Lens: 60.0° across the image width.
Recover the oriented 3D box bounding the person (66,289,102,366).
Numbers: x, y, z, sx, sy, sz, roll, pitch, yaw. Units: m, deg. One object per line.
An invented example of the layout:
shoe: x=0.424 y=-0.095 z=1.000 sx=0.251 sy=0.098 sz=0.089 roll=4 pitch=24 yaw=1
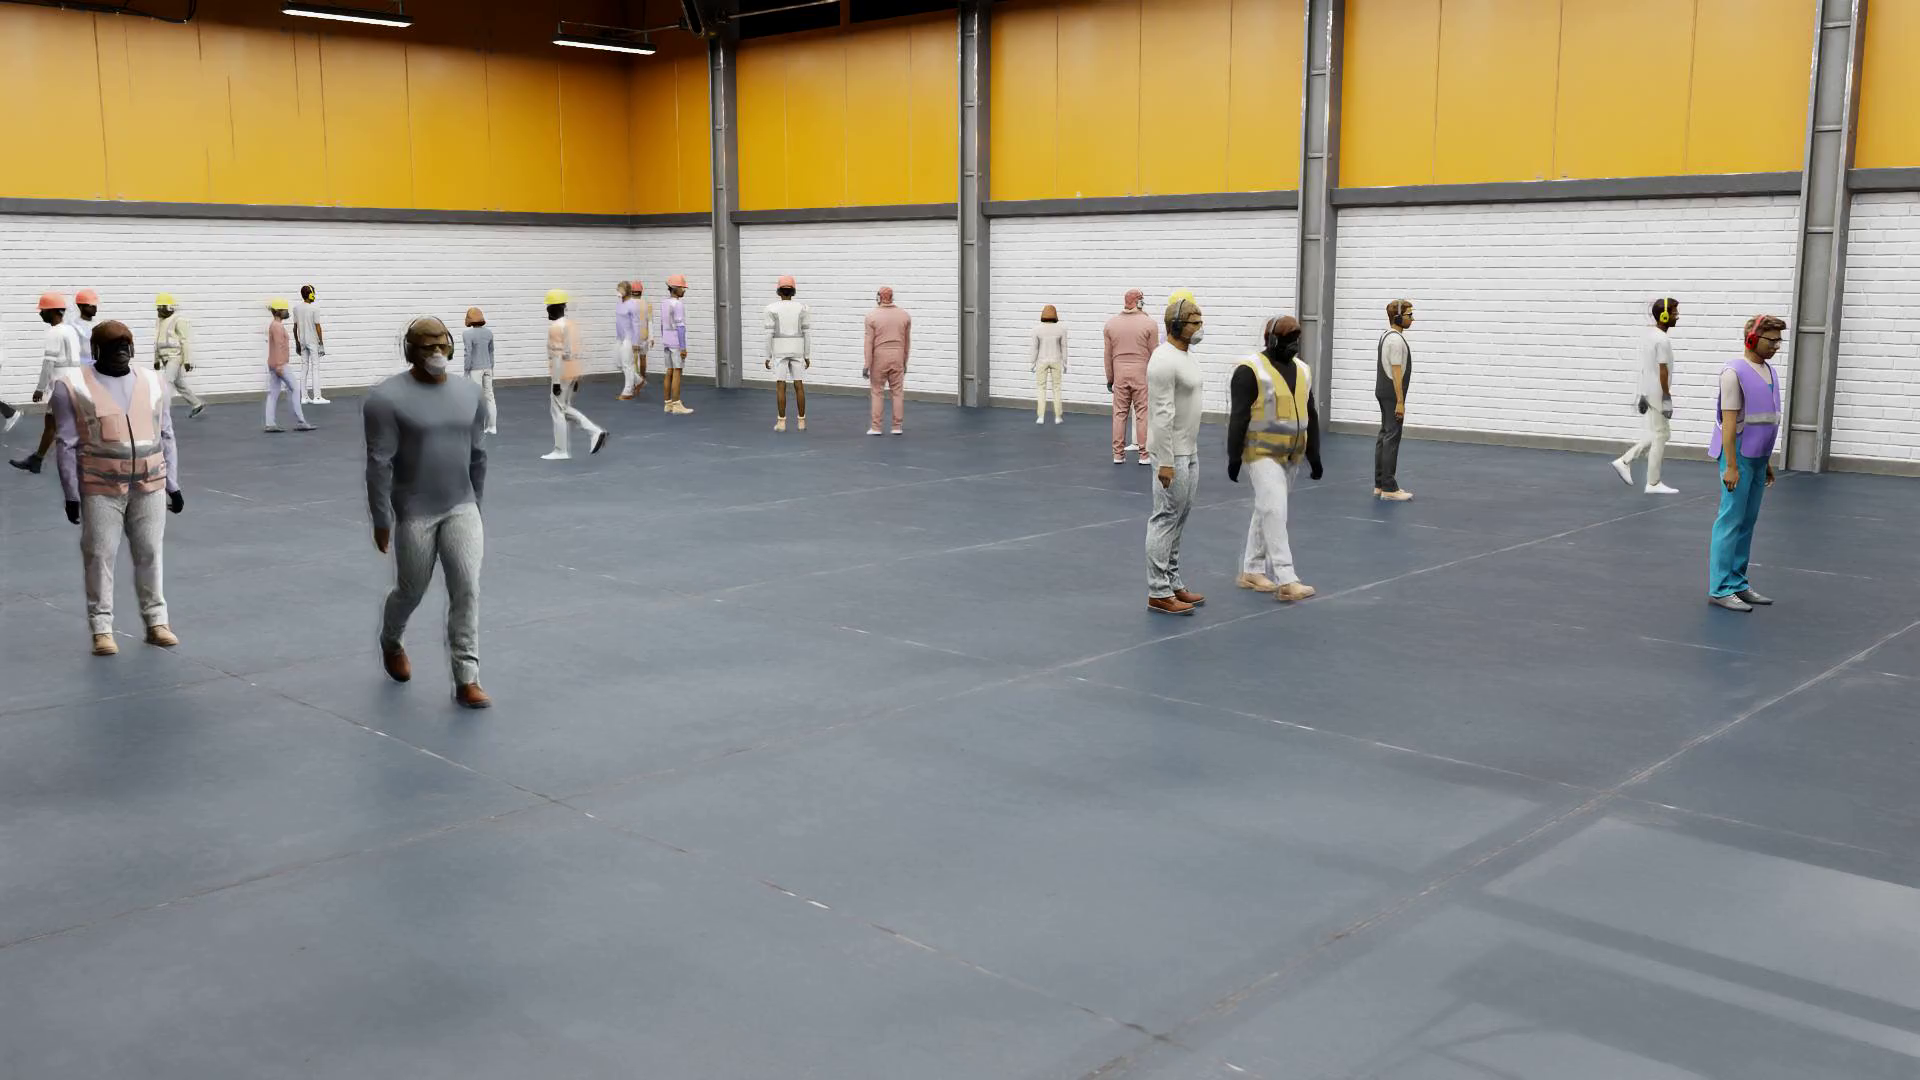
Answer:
person: x=-10.241 y=-1.986 z=19.449 sx=0.943 sy=1.905 sz=0.556 roll=2 pitch=10 yaw=14

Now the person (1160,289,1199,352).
person: x=2.098 y=-1.453 z=16.065 sx=0.387 sy=1.927 sz=0.589 roll=1 pitch=9 yaw=5

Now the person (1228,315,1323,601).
person: x=2.100 y=-0.518 z=10.655 sx=0.640 sy=1.813 sz=0.859 roll=-7 pitch=11 yaw=-35

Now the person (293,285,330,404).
person: x=-10.225 y=-3.068 z=26.148 sx=0.528 sy=1.869 sz=0.313 roll=3 pitch=10 yaw=19

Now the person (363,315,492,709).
person: x=-2.646 y=-0.157 z=8.213 sx=0.639 sy=1.910 sz=0.908 roll=-8 pitch=12 yaw=-42

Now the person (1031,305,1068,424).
person: x=1.223 y=-2.405 z=22.805 sx=0.507 sy=1.630 sz=0.268 roll=0 pitch=9 yaw=0

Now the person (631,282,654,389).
person: x=-5.719 y=-3.620 z=29.470 sx=0.568 sy=1.884 sz=0.967 roll=-2 pitch=9 yaw=-11

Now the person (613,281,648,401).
person: x=-5.335 y=-3.203 z=26.790 sx=0.535 sy=1.929 sz=0.646 roll=-7 pitch=12 yaw=-37

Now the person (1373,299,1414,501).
person: x=3.997 y=-1.284 z=15.286 sx=0.341 sy=1.845 sz=0.511 roll=0 pitch=9 yaw=2

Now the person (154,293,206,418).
person: x=-11.024 y=-2.569 z=23.330 sx=0.604 sy=1.796 sz=0.901 roll=6 pitch=11 yaw=35

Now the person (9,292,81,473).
person: x=-9.303 y=-1.609 z=17.177 sx=1.038 sy=1.883 sz=0.553 roll=-2 pitch=10 yaw=-14

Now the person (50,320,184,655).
person: x=-4.650 y=-0.295 z=9.236 sx=0.428 sy=1.839 sz=0.636 roll=9 pitch=13 yaw=43

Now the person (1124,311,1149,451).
person: x=2.101 y=-1.851 z=19.389 sx=0.308 sy=1.640 sz=0.511 roll=7 pitch=12 yaw=36

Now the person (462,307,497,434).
person: x=-6.142 y=-2.146 z=21.216 sx=0.286 sy=1.631 sz=0.502 roll=5 pitch=11 yaw=29

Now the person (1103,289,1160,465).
person: x=1.880 y=-1.756 z=18.012 sx=0.639 sy=1.901 sz=0.406 roll=4 pitch=10 yaw=26

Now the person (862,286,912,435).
person: x=-0.940 y=-2.277 z=21.198 sx=0.665 sy=1.907 sz=0.400 roll=-4 pitch=10 yaw=-23

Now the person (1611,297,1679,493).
person: x=6.533 y=-1.352 z=15.671 sx=0.498 sy=1.856 sz=0.518 roll=2 pitch=9 yaw=12

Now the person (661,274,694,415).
person: x=-4.136 y=-2.848 z=24.274 sx=0.393 sy=2.040 sz=0.611 roll=-6 pitch=11 yaw=-33

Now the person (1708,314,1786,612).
person: x=4.912 y=-0.487 z=10.413 sx=0.564 sy=1.839 sz=0.390 roll=-8 pitch=12 yaw=-42

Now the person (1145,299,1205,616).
person: x=1.337 y=-0.515 z=10.282 sx=0.359 sy=1.937 sz=0.635 roll=4 pitch=10 yaw=21

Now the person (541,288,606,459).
person: x=-4.337 y=-1.828 z=18.440 sx=0.614 sy=1.910 sz=0.588 roll=1 pitch=9 yaw=5

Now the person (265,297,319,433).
person: x=-8.705 y=-2.265 z=21.582 sx=0.750 sy=1.737 sz=0.556 roll=-6 pitch=11 yaw=-31

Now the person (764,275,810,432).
person: x=-2.257 y=-2.430 z=21.703 sx=0.609 sy=2.044 sz=0.397 roll=-3 pitch=10 yaw=-16

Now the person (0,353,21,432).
person: x=-12.262 y=-2.235 z=20.946 sx=0.549 sy=1.900 sz=0.609 roll=-8 pitch=12 yaw=-39
